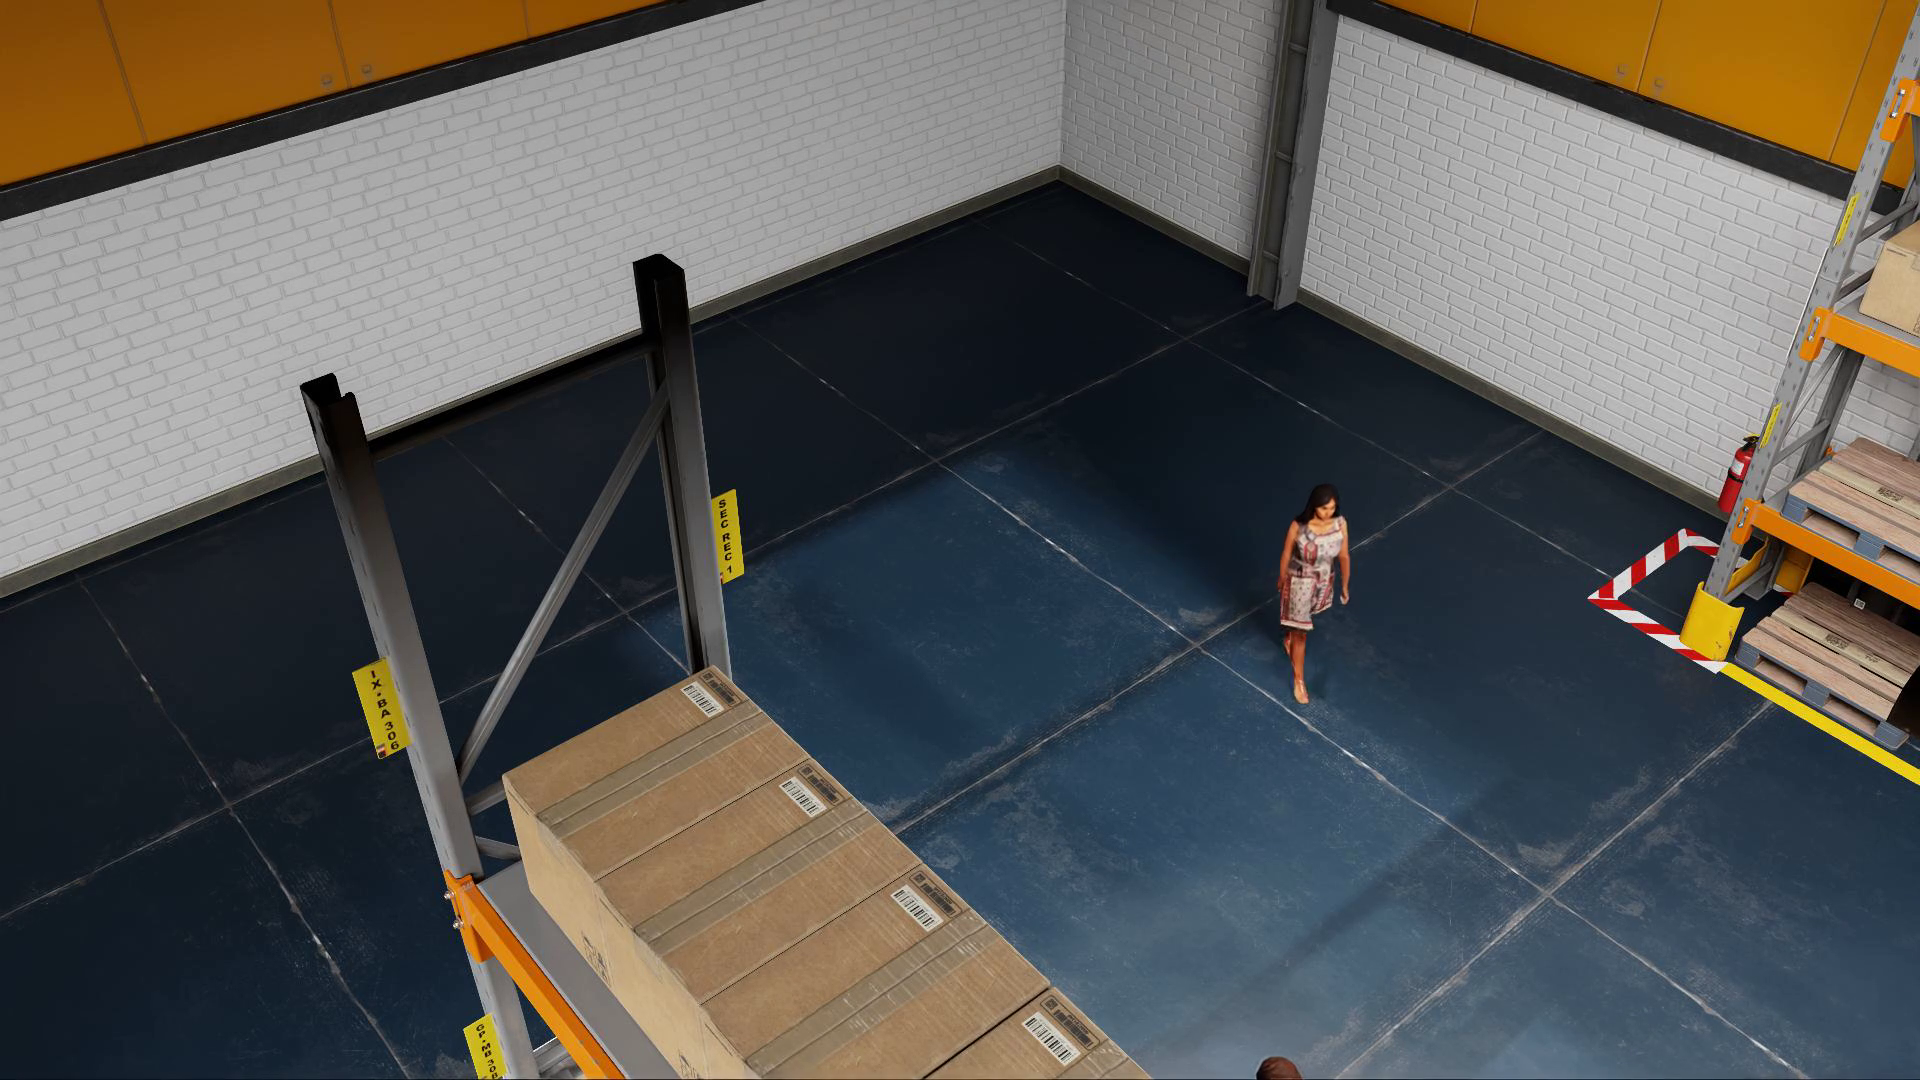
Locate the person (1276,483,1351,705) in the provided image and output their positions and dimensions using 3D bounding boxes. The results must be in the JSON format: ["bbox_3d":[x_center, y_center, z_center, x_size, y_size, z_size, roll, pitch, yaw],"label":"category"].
[{"bbox_3d":[2.395,0.227,11.504,0.890,1.617,1.047,-8,39,-10],"label":"person"}]
